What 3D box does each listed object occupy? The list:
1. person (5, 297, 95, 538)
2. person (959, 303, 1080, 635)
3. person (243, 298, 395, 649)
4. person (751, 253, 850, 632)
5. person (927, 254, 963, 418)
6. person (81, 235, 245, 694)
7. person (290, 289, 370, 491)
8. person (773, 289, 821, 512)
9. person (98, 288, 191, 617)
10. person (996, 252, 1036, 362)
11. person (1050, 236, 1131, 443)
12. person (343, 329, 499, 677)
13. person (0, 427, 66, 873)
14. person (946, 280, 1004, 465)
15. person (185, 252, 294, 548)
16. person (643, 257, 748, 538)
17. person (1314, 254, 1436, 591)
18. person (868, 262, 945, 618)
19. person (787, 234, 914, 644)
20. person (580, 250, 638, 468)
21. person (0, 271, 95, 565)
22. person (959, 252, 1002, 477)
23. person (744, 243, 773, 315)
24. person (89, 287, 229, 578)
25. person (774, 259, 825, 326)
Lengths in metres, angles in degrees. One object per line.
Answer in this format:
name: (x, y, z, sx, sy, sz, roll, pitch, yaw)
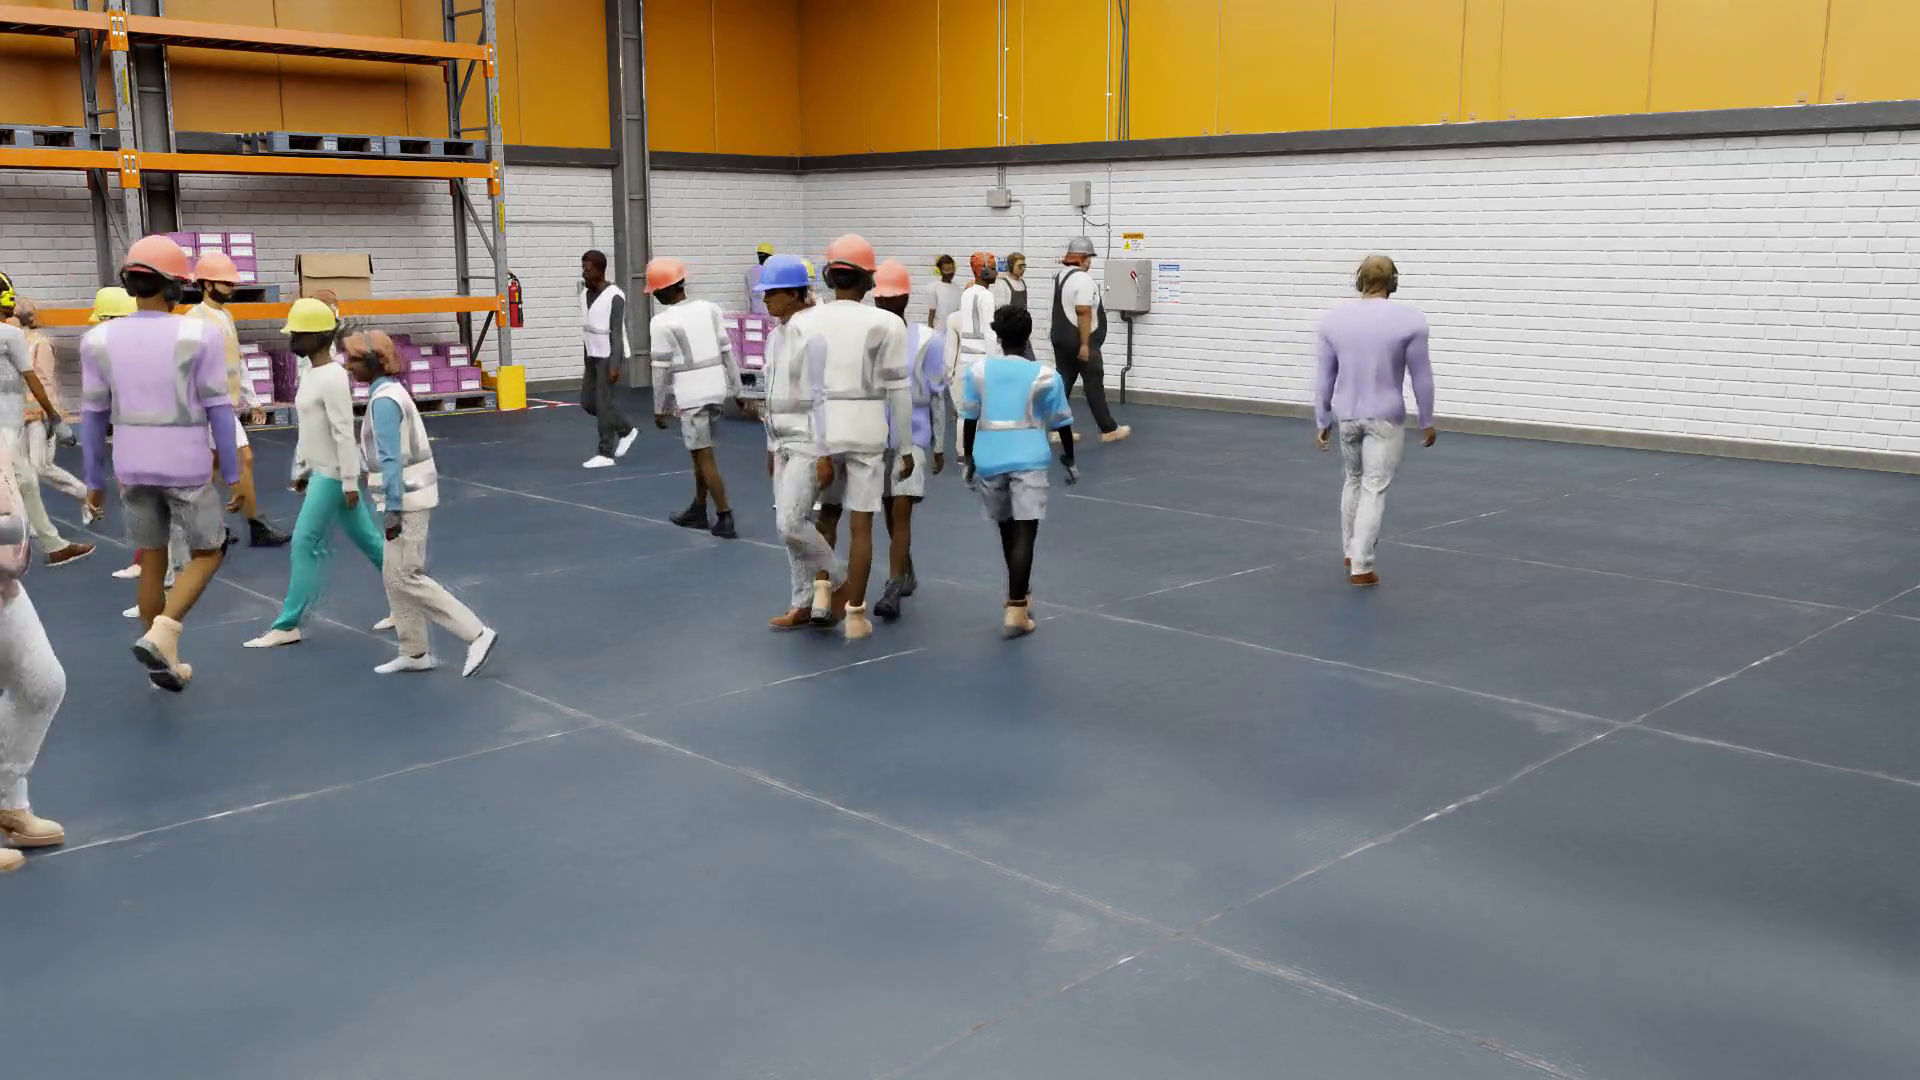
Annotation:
person: (-6.152, -0.815, 11.122, 0.525, 1.622, 0.509, 6, 12, 29)
person: (0.282, -0.369, 8.536, 0.577, 1.660, 0.689, 4, 11, 20)
person: (-3.137, -0.342, 8.322, 0.903, 1.727, 0.531, -6, 12, -29)
person: (-0.825, -0.468, 8.393, 0.435, 1.928, 0.637, -6, 12, -31)
person: (-0.186, -2.273, 18.542, 0.856, 1.830, 0.535, 10, 14, 43)
person: (-3.480, -0.295, 7.207, 0.679, 2.024, 0.621, 0, 10, -1)
person: (-4.962, -1.185, 13.206, 0.832, 1.590, 0.519, -5, 11, -25)
person: (-1.157, -1.028, 12.242, 0.522, 1.639, 0.306, 4, 11, 20)
person: (-4.366, -0.461, 8.869, 0.324, 1.743, 0.490, 0, 10, 0)
person: (0.684, -2.368, 19.038, 0.679, 1.821, 0.536, 9, 14, 40)
person: (1.252, -1.964, 16.251, 0.806, 2.000, 0.705, -5, 11, -25)
person: (-2.456, -0.158, 7.584, 0.589, 1.608, 0.531, -3, 11, -16)
person: (-3.107, 0.172, 5.224, 0.504, 1.824, 0.631, -2, 10, -8)
person: (0.131, -1.474, 14.690, 0.507, 1.631, 0.265, 1, 10, 5)
person: (-4.680, -0.893, 10.793, 0.842, 1.907, 0.547, -1, 10, -7)
person: (-1.813, -0.954, 11.195, 0.773, 1.872, 0.632, 9, 14, 39)
person: (2.427, -0.686, 9.648, 0.654, 1.912, 0.792, 8, 13, 36)
person: (-0.372, -0.555, 9.008, 0.565, 1.883, 1.014, 2, 11, 10)
person: (-0.552, -0.495, 8.296, 0.624, 2.027, 0.481, 2, 11, 13)
person: (-3.081, -1.587, 14.581, 0.524, 1.897, 0.612, -10, 14, -43)
person: (-5.664, -0.675, 9.851, 0.511, 1.813, 0.988, 6, 12, 31)
person: (0.188, -1.476, 14.023, 0.355, 1.883, 0.573, -4, 11, -23)
person: (-2.693, -3.139, 22.999, 0.585, 1.917, 0.377, 5, 12, 26)
person: (-4.707, -0.616, 9.730, 0.605, 1.731, 0.551, 0, 10, 2)
person: (-1.430, -1.644, 15.135, 0.605, 1.809, 0.433, 9, 13, 39)
